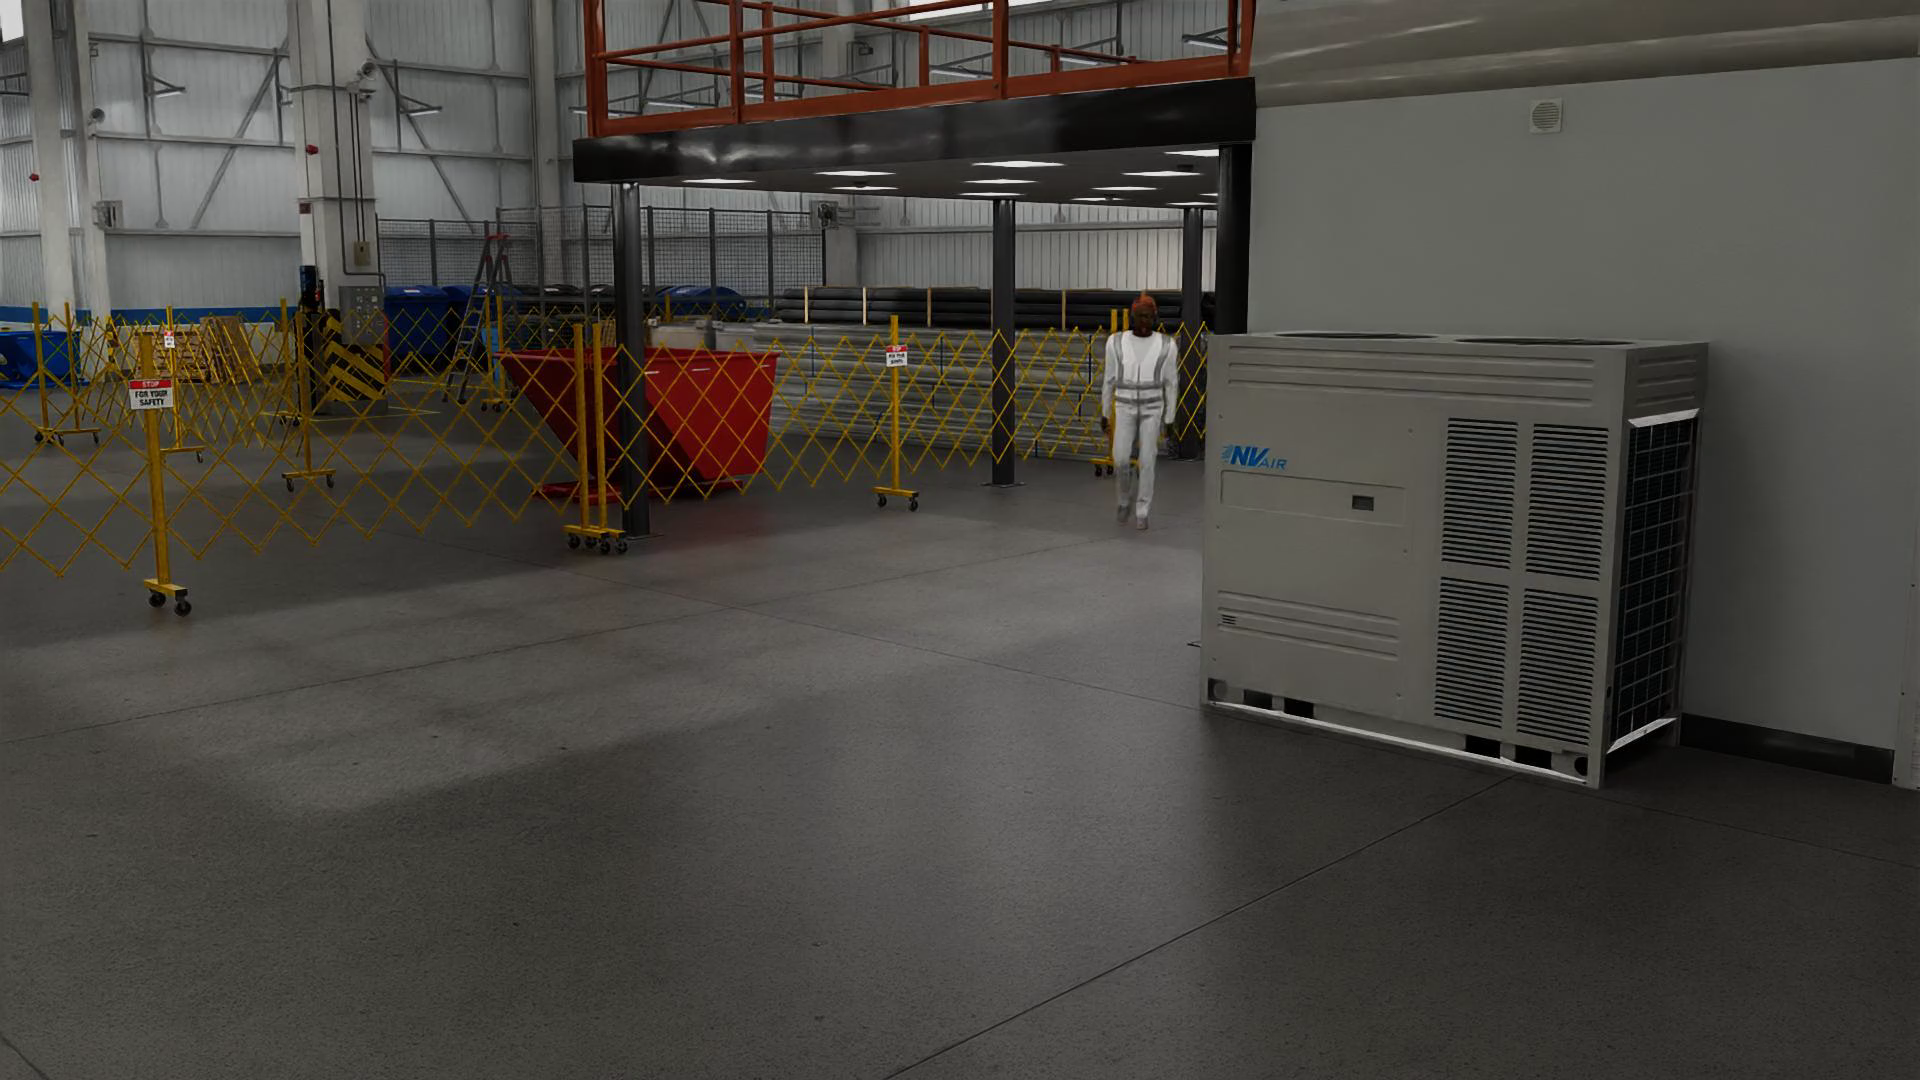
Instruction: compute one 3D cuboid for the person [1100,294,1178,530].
[{"bbox_3d":[1.418,-1.001,13.164,0.604,1.867,0.433,1,9,8],"label":"person"}]
